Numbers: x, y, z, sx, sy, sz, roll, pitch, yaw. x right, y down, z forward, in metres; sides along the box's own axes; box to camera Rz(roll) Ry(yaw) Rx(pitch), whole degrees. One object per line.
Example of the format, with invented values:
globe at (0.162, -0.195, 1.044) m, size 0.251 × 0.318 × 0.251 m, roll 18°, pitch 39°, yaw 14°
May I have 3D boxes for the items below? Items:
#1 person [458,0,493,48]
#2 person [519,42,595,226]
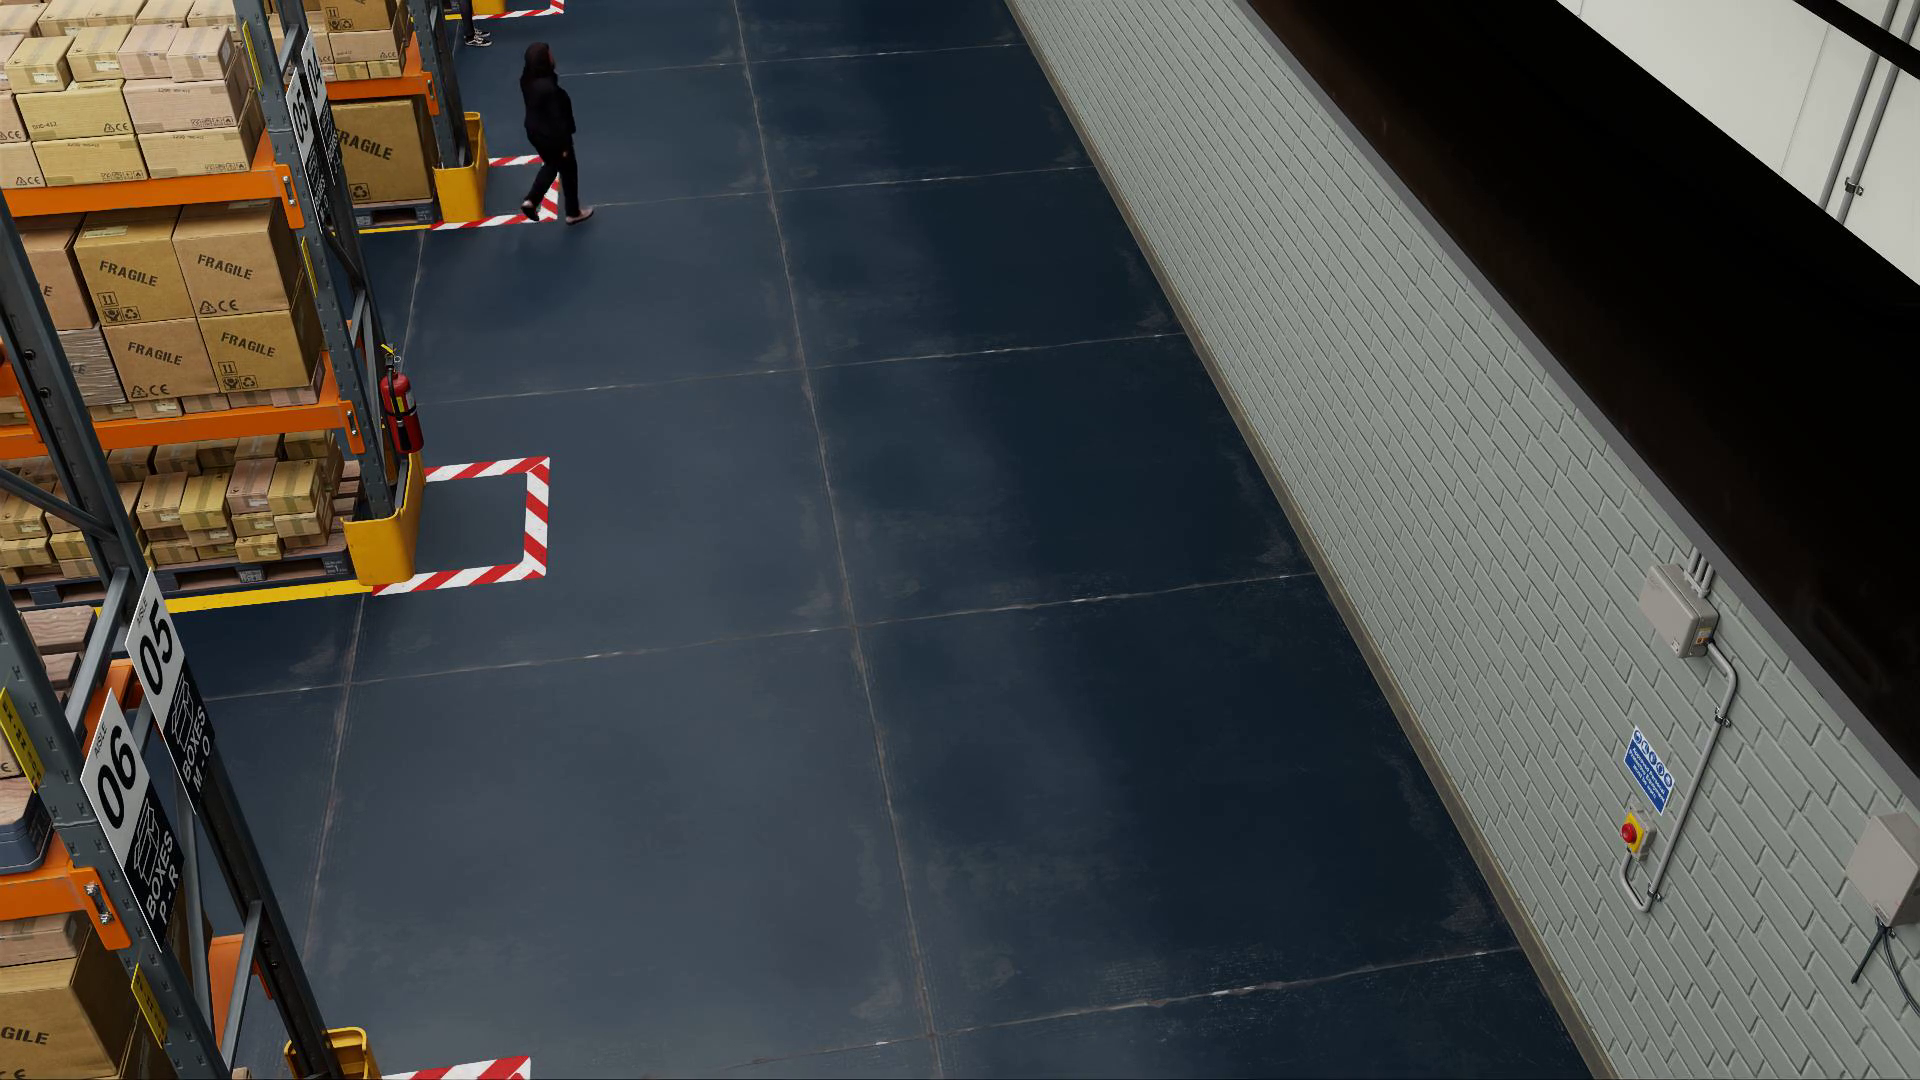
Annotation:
person at (-5.151, -6.030, 17.093) m, size 0.545 × 1.836 × 0.642 m, roll -9°, pitch 39°, yaw -11°
person at (-3.467, -3.325, 13.824) m, size 0.915 × 1.603 × 0.996 m, roll 29°, pitch 47°, yaw 32°
